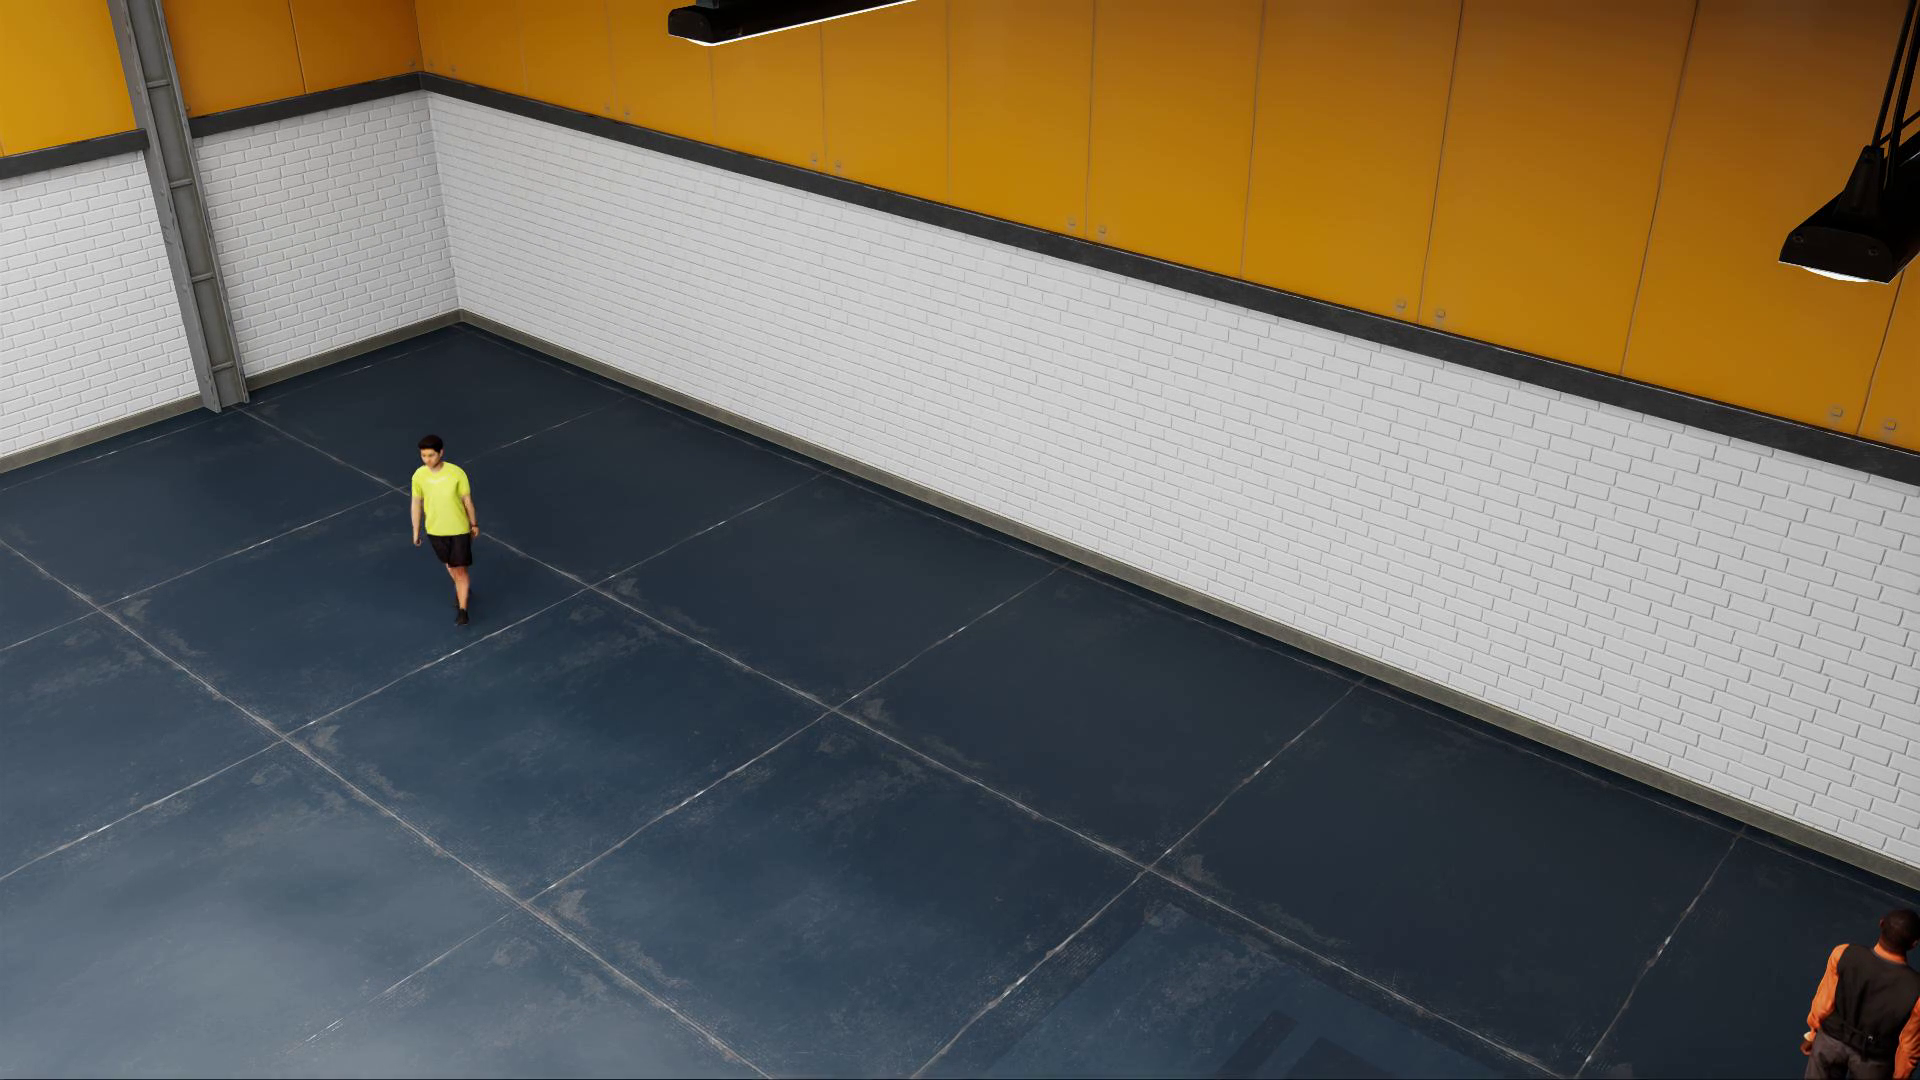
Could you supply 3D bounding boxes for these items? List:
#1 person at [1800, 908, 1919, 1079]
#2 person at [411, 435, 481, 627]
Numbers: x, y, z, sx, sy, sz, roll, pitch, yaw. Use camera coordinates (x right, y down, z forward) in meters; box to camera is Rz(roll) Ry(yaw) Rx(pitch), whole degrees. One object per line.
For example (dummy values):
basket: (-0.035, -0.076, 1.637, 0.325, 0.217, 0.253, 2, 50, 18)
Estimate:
person: (4.668, 2.691, 8.679, 0.629, 1.907, 0.715, -25, 37, -38)
person: (-4.335, -0.157, 14.138, 1.011, 1.678, 1.105, 0, 29, 0)
